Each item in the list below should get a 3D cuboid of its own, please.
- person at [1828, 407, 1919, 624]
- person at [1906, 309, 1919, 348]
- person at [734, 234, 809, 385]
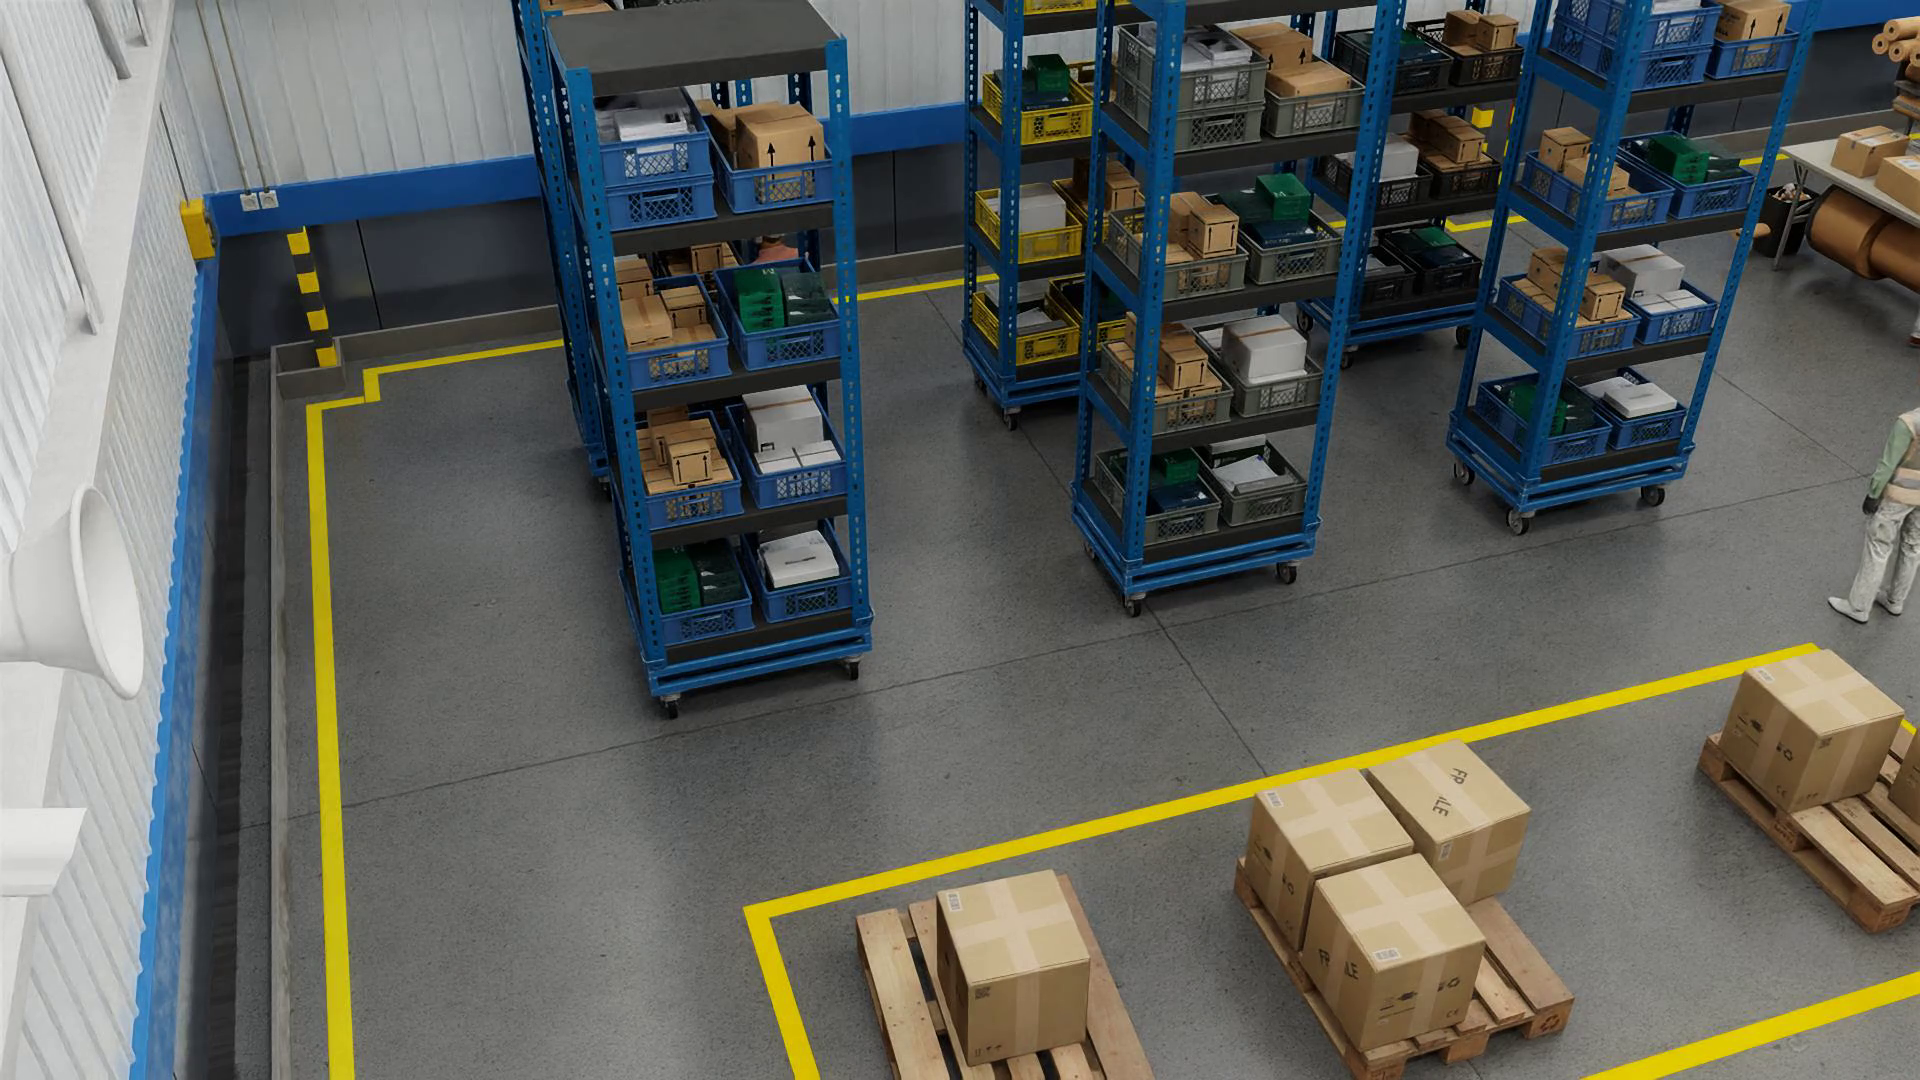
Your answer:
[{"bbox_3d":[5.262,-0.267,9.243,0.515,1.632,0.315,-9,36,-12],"label":"person"},{"bbox_3d":[7.143,-2.126,11.623,0.370,1.931,0.625,2,35,3],"label":"person"},{"bbox_3d":[-1.133,-1.172,10.221,0.624,1.984,0.413,-29,45,-35],"label":"person"}]
